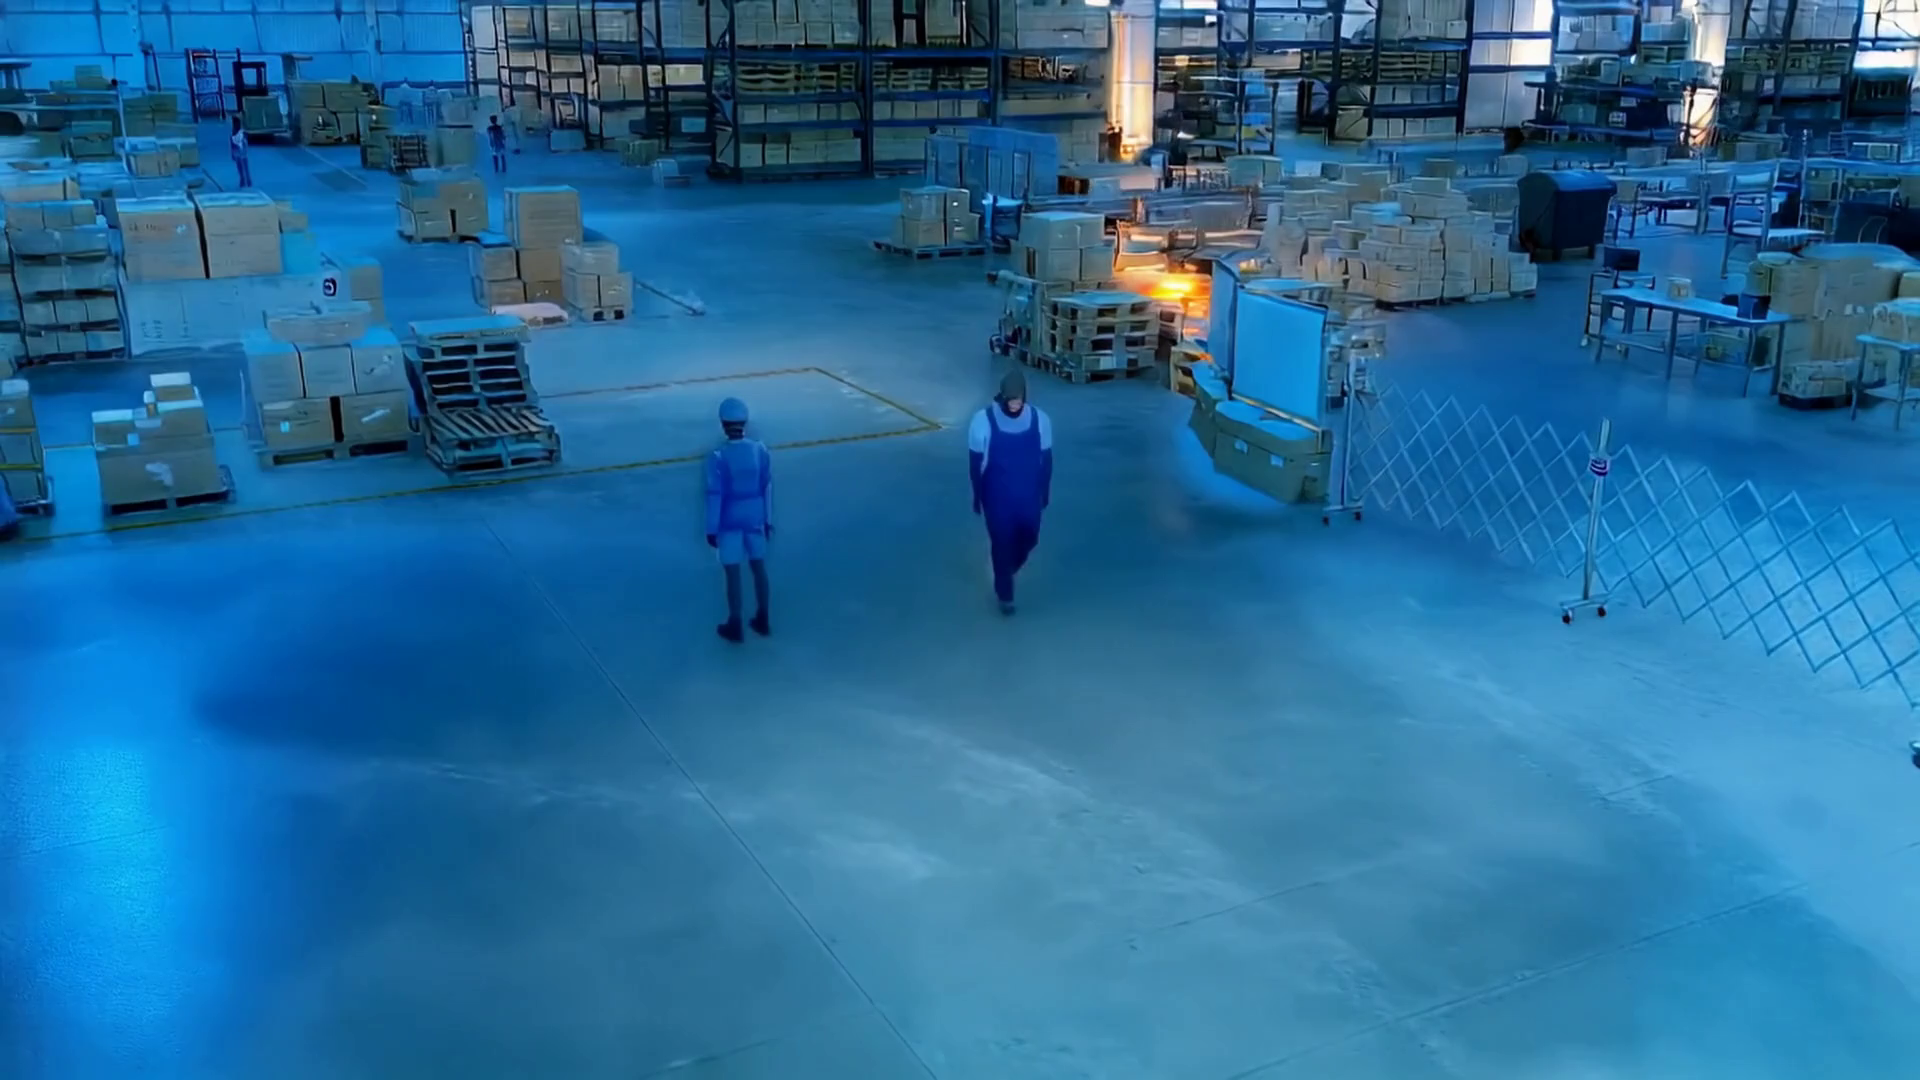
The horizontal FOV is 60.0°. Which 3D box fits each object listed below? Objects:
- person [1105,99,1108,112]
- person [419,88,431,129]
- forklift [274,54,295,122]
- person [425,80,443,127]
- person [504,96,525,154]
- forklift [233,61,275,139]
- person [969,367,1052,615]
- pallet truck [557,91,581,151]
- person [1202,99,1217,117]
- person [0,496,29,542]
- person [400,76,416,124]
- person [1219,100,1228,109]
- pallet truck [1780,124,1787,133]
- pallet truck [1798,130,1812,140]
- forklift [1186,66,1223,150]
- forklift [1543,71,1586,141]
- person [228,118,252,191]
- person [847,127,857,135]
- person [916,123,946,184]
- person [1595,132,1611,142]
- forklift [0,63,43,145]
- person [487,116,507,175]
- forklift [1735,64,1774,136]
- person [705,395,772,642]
[{"bbox_3d":[6.042,-17.578,67.313,0.563,1.839,0.394,-1,18,-2],"label":"person"},{"bbox_3d":[-21.597,-17.471,67.321,0.539,1.612,0.650,-5,18,-14],"label":"person"},{"bbox_3d":[-28.414,-19.135,70.490,1.873,2.768,1.129,-9,20,-26],"label":"forklift"},{"bbox_3d":[-21.306,-17.634,67.379,0.645,1.922,0.614,-8,19,-24],"label":"person"},{"bbox_3d":[-14.932,-13.936,55.868,0.679,1.889,0.463,-10,20,-29],"label":"person"},{"bbox_3d":[-26.340,-16.357,61.827,1.129,2.768,1.873,-9,20,-27],"label":"forklift"},{"bbox_3d":[0.409,-0.465,13.637,0.691,2.000,0.781,-4,18,-11],"label":"person"},{"bbox_3d":[-13.495,-14.412,57.188,0.823,1.965,1.885,-3,18,-9],"label":"pallet truck"},{"bbox_3d":[8.887,-15.091,59.511,0.636,1.876,0.851,2,18,5],"label":"person"},{"bbox_3d":[-8.902,-0.849,15.053,0.674,1.923,0.571,14,23,37],"label":"person"},{"bbox_3d":[-23.234,-18.463,69.850,0.632,1.979,0.580,7,19,20],"label":"person"},{"bbox_3d":[9.485,-15.163,59.926,0.451,1.741,0.600,11,21,30],"label":"person"},{"bbox_3d":[25.206,-12.542,52.601,1.601,1.201,0.680,0,18,-2],"label":"pallet truck"},{"bbox_3d":[25.526,-11.556,49.408,1.630,1.274,0.653,-9,20,-26],"label":"pallet truck"},{"bbox_3d":[7.993,-14.698,56.655,1.873,2.768,1.129,-4,18,-12],"label":"forklift"},{"bbox_3d":[18.685,-13.231,52.085,1.873,2.768,1.129,-9,20,-26],"label":"forklift"},{"bbox_3d":[-19.322,-10.345,44.638,0.591,1.916,0.383,7,19,21],"label":"person"},{"bbox_3d":[-3.392,-12.529,51.489,0.939,1.904,0.556,-10,20,-28],"label":"person"},{"bbox_3d":[-0.773,-10.763,46.366,0.874,1.650,0.539,-8,20,-25],"label":"person"},{"bbox_3d":[20.645,-12.974,53.238,0.540,1.671,0.715,-10,20,-28],"label":"person"},{"bbox_3d":[-34.234,-15.639,59.592,1.129,2.768,1.873,3,18,9],"label":"forklift"},{"bbox_3d":[-13.623,-11.615,48.953,0.537,1.695,0.321,-9,20,-25],"label":"person"},{"bbox_3d":[27.887,-15.426,58.925,1.873,2.768,1.129,-9,20,-26],"label":"forklift"},{"bbox_3d":[-1.713,-0.165,12.867,0.543,1.939,0.359,-12,21,-32],"label":"person"}]
